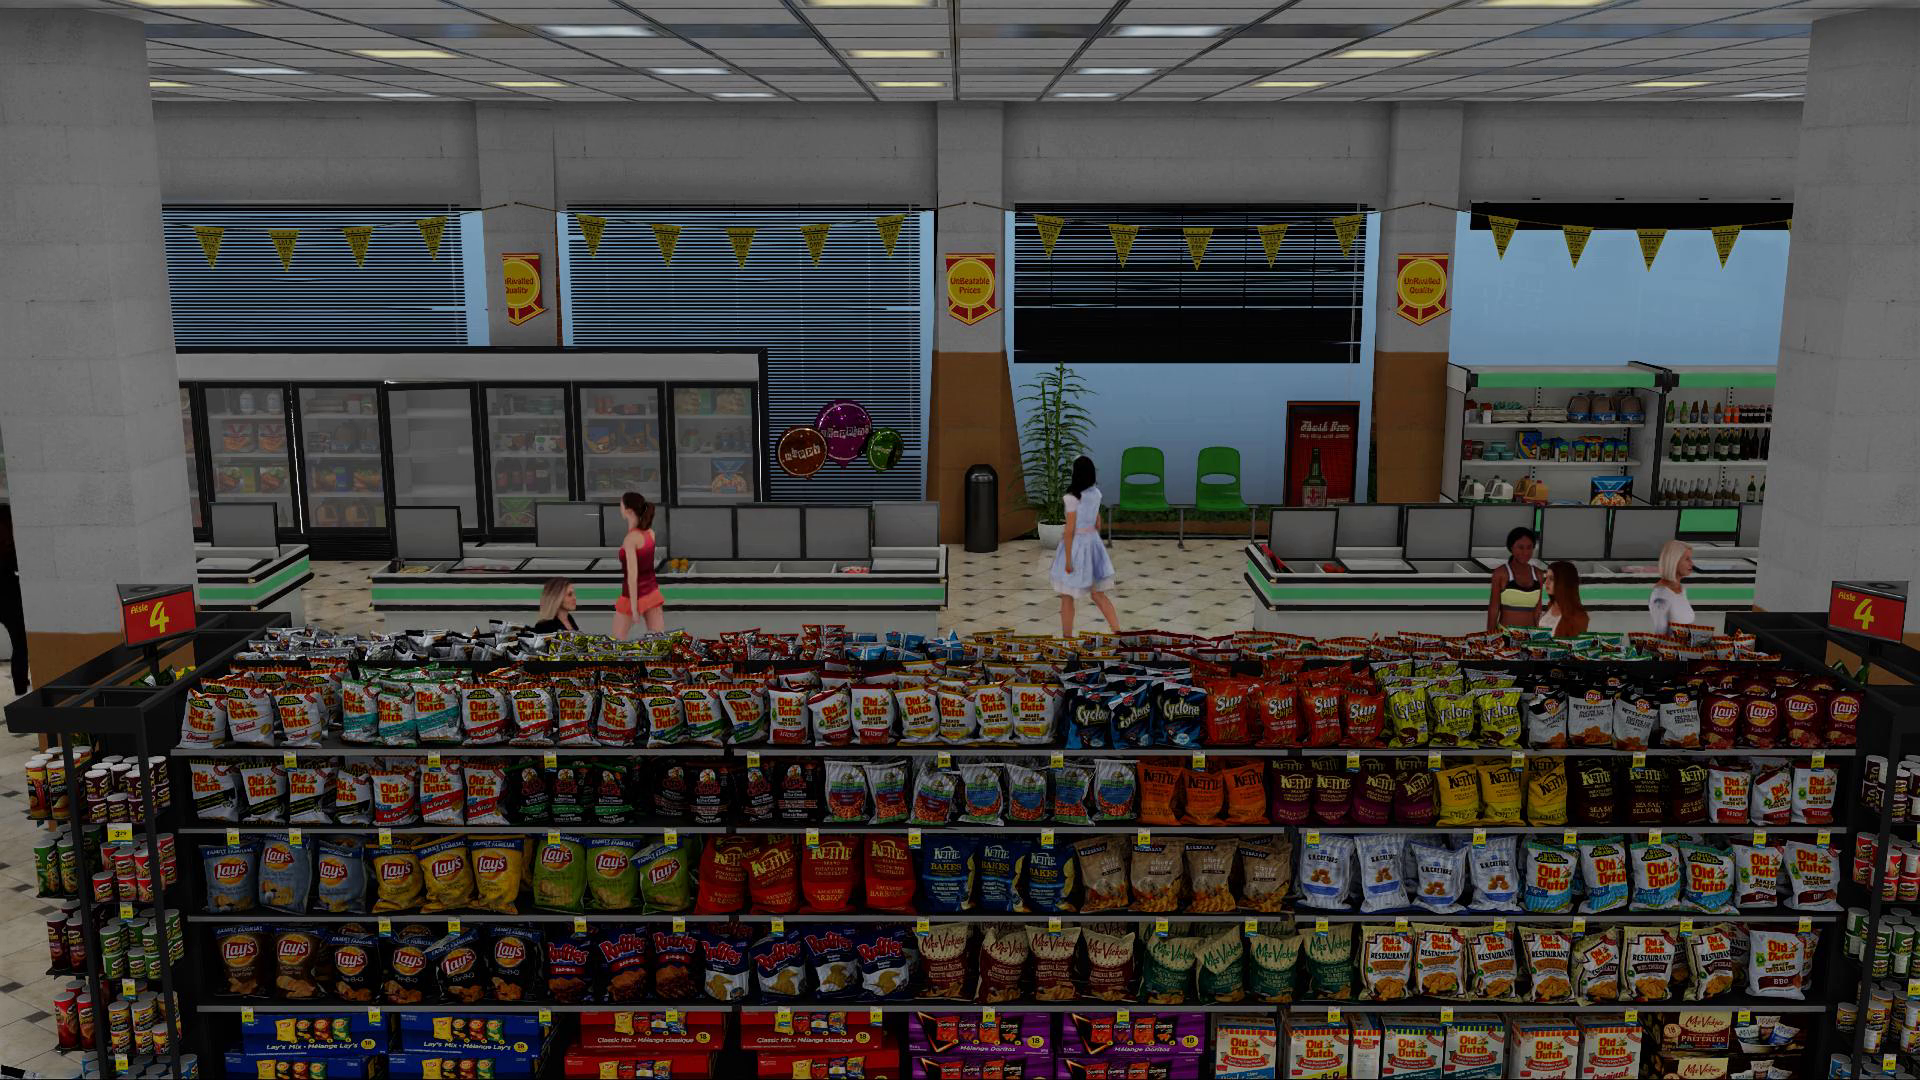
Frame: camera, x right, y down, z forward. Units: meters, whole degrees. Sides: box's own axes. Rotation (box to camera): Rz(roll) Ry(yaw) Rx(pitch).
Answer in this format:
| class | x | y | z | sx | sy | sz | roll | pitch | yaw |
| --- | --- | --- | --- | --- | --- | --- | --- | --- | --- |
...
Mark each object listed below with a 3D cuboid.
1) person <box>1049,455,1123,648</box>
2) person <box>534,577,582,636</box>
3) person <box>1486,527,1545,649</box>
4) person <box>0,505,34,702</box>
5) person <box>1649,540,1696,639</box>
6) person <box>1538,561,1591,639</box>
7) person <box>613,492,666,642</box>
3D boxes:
| class | x | y | z | sx | sy | sz | roll | pitch | yaw |
| --- | --- | --- | --- | --- | --- | --- | --- | --- | --- |
| person | 1.126 | 0.199 | 14.293 | 1.178 | 1.789 | 1.131 | -8 | 14 | -34 |
| person | -2.589 | 1.066 | 10.459 | 0.988 | 1.673 | 0.741 | 2 | 12 | 12 |
| person | 3.876 | 0.765 | 11.692 | 0.480 | 1.755 | 0.634 | -1 | 12 | -6 |
| person | -7.466 | 0.540 | 13.052 | 0.735 | 1.633 | 0.805 | 8 | 15 | 35 |
| person | 4.774 | 0.848 | 11.313 | 0.688 | 1.748 | 0.645 | 9 | 15 | 38 |
| person | 4.010 | 0.973 | 10.852 | 0.996 | 1.694 | 0.763 | -2 | 12 | -11 |
| person | -2.433 | 0.496 | 13.061 | 1.206 | 1.716 | 0.928 | 6 | 13 | 28 |
